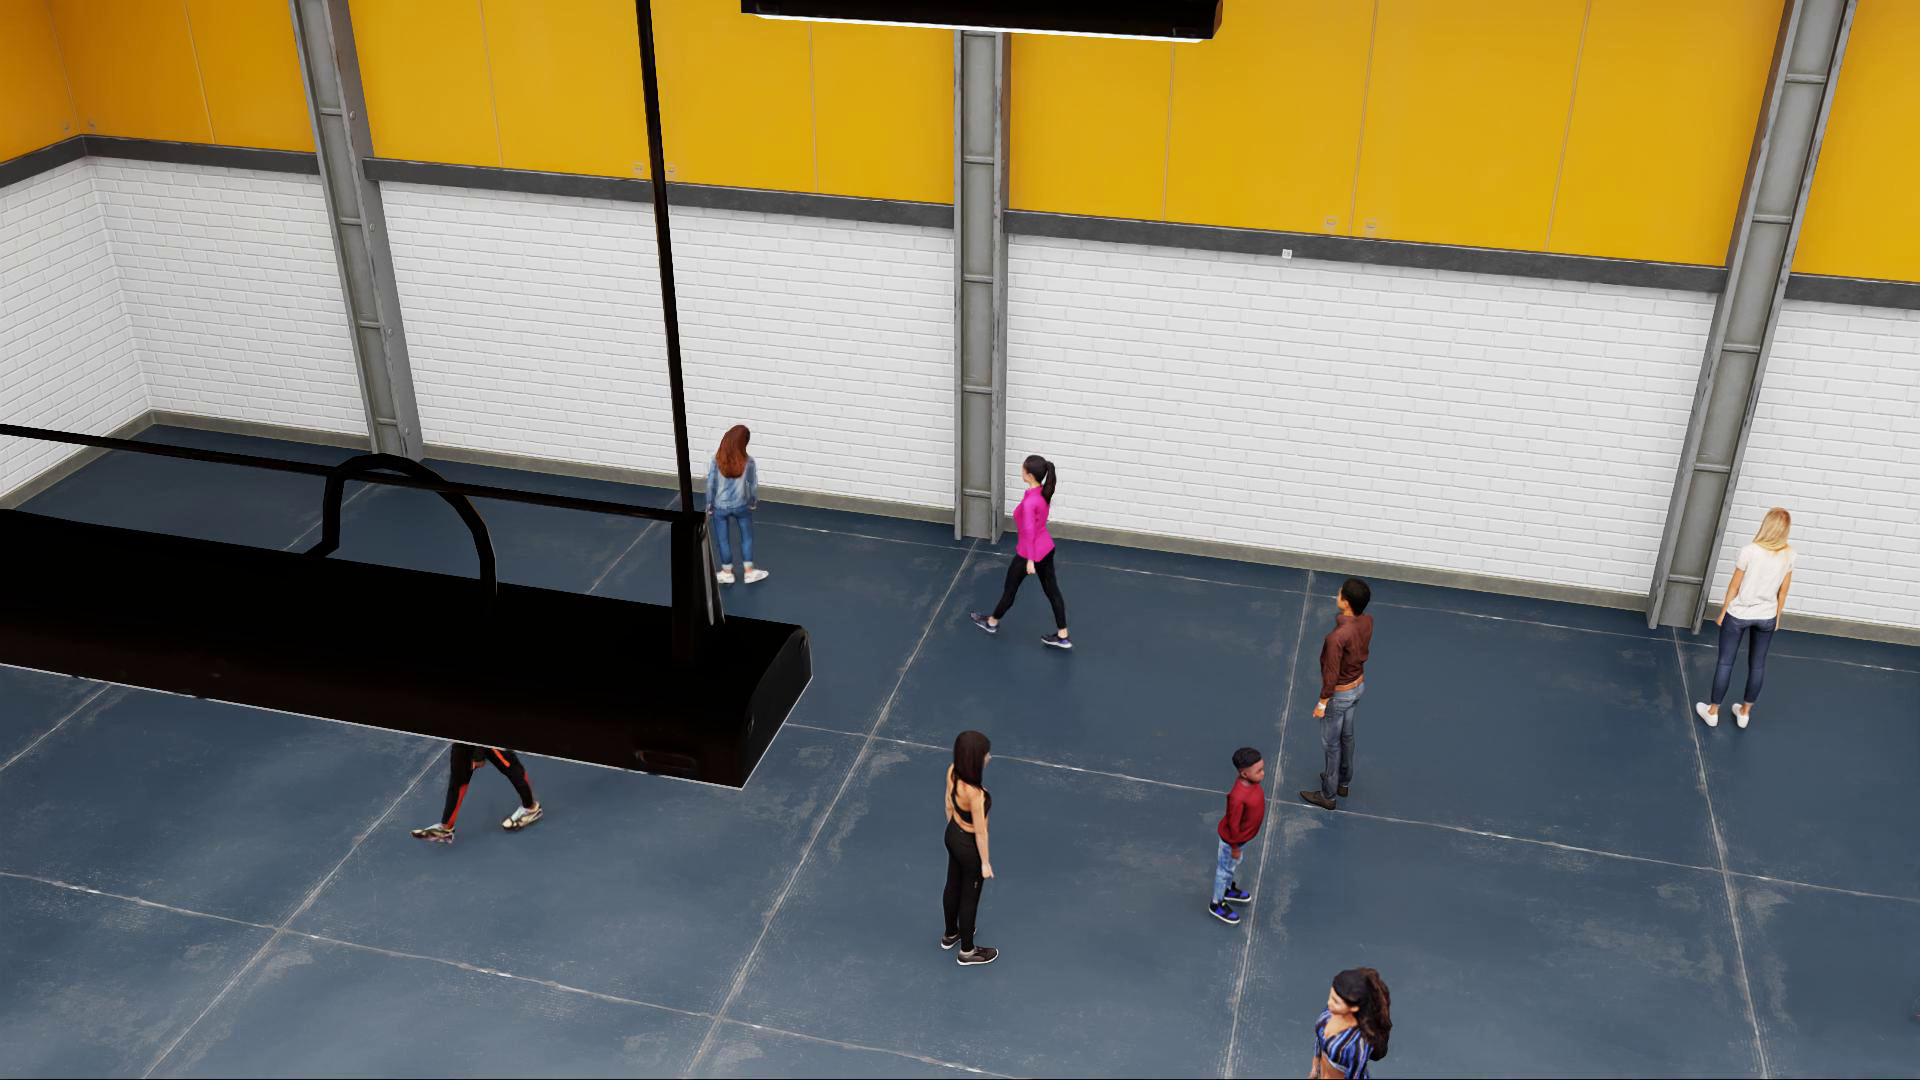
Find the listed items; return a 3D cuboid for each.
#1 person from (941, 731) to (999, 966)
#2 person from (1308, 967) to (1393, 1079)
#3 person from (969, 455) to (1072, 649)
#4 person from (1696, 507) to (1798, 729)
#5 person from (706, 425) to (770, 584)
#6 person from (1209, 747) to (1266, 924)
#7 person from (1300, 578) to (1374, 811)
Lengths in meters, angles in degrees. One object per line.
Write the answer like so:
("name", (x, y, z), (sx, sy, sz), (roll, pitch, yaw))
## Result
("person", (0.032, 1.855, 10.095), (0.690, 1.641, 0.630), (-15, 32, -26))
("person", (2.002, 2.790, 8.434), (1.124, 1.589, 0.906), (-5, 29, -8))
("person", (0.682, 0.136, 13.237), (1.136, 1.660, 0.736), (13, 31, 22))
("person", (5.836, 0.578, 12.259), (0.502, 1.810, 0.682), (1, 29, 2))
("person", (-1.989, -0.286, 14.209), (0.628, 1.459, 0.779), (-16, 32, -26))
("person", (1.745, 1.839, 10.533), (0.543, 1.250, 0.538), (14, 32, 24))
("person", (2.627, 1.048, 11.427), (0.696, 1.781, 0.724), (24, 37, 37))
